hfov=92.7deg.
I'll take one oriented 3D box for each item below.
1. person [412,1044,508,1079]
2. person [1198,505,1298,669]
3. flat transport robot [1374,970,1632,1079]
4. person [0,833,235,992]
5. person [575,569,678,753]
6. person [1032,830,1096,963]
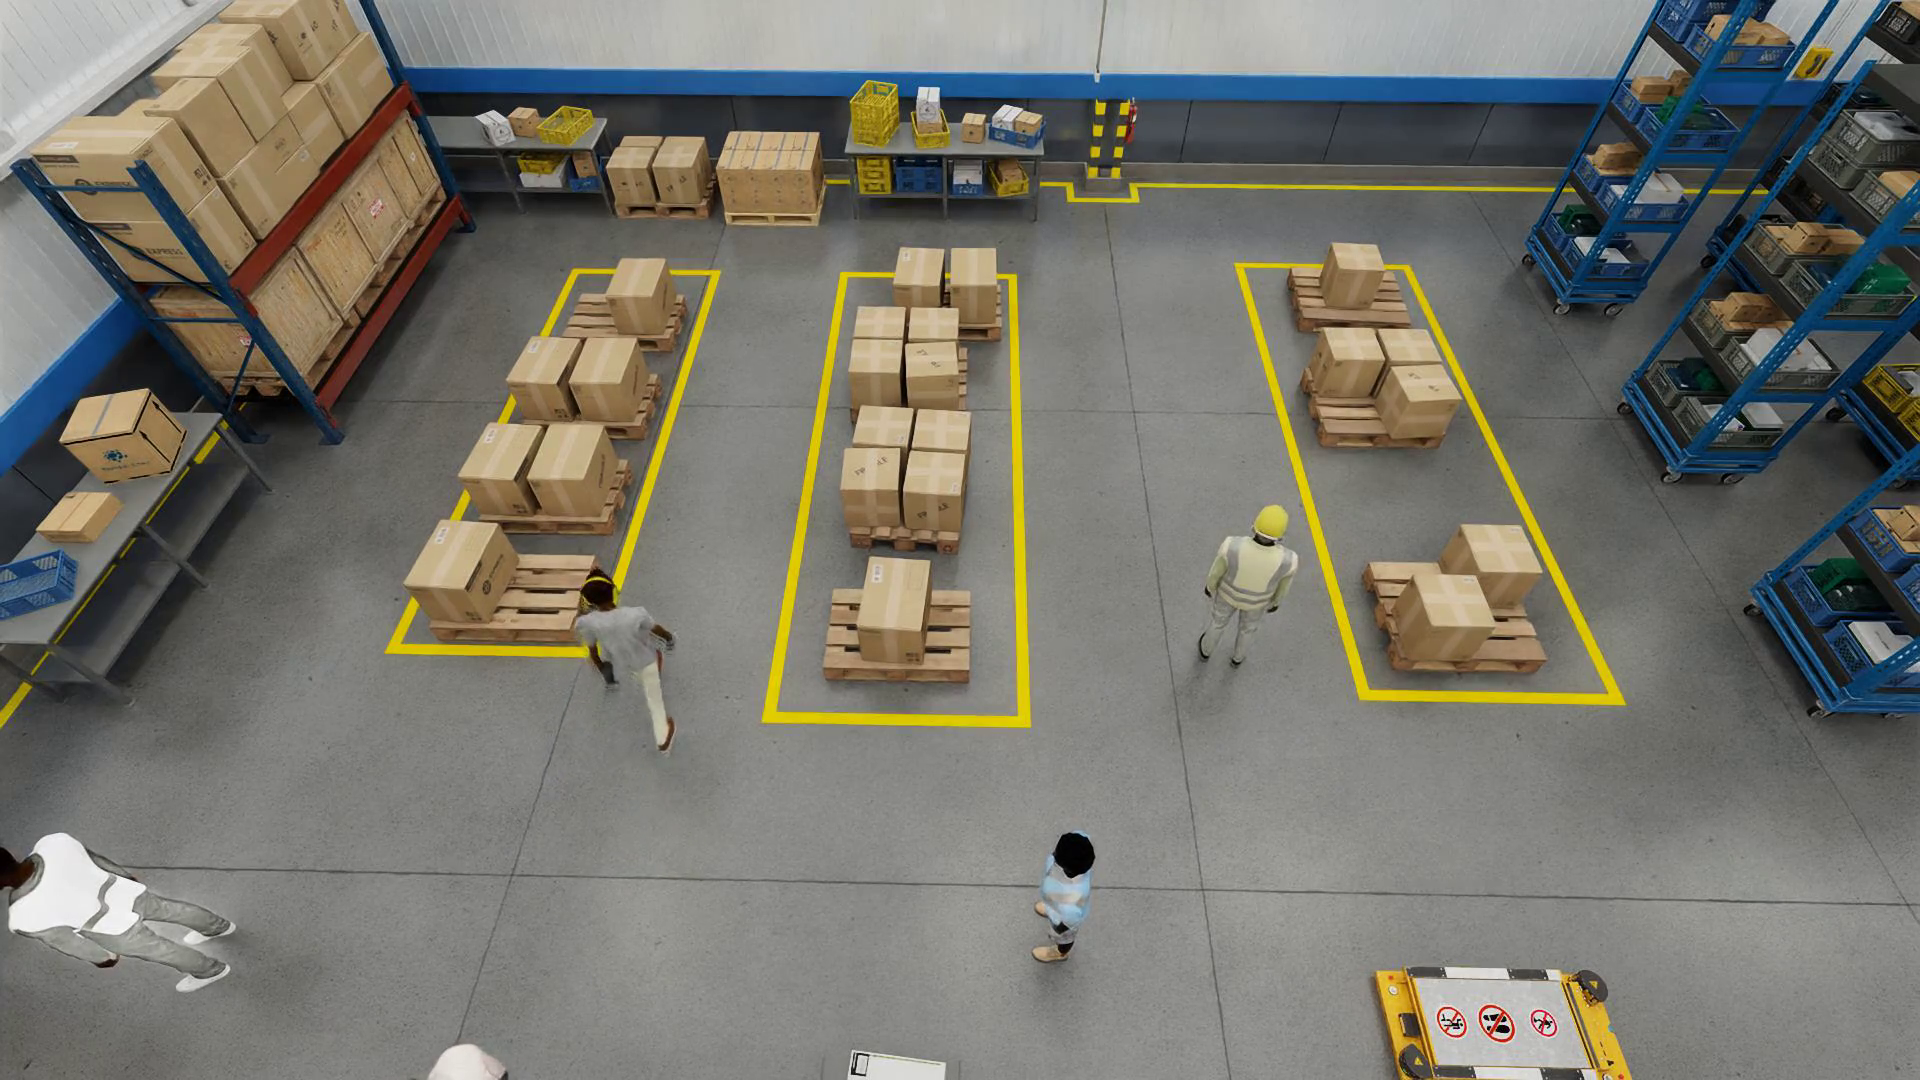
[{"bbox_3d":[-2.540,3.138,4.864,0.402,1.904,0.652,-10,51,-8],"label":"person"},{"bbox_3d":[2.223,0.383,7.155,0.600,1.830,0.403,14,52,11],"label":"person"},{"bbox_3d":[3.501,3.133,5.914,1.431,0.197,0.652,1,51,1],"label":"flat transport robot"},{"bbox_3d":[-5.157,2.268,5.574,0.389,1.910,0.586,-14,52,-11],"label":"person"},{"bbox_3d":[-2.401,0.793,6.829,0.527,1.823,0.921,-2,51,-2],"label":"person"},{"bbox_3d":[0.649,2.230,5.736,0.319,1.696,0.532,7,51,5],"label":"person"}]
